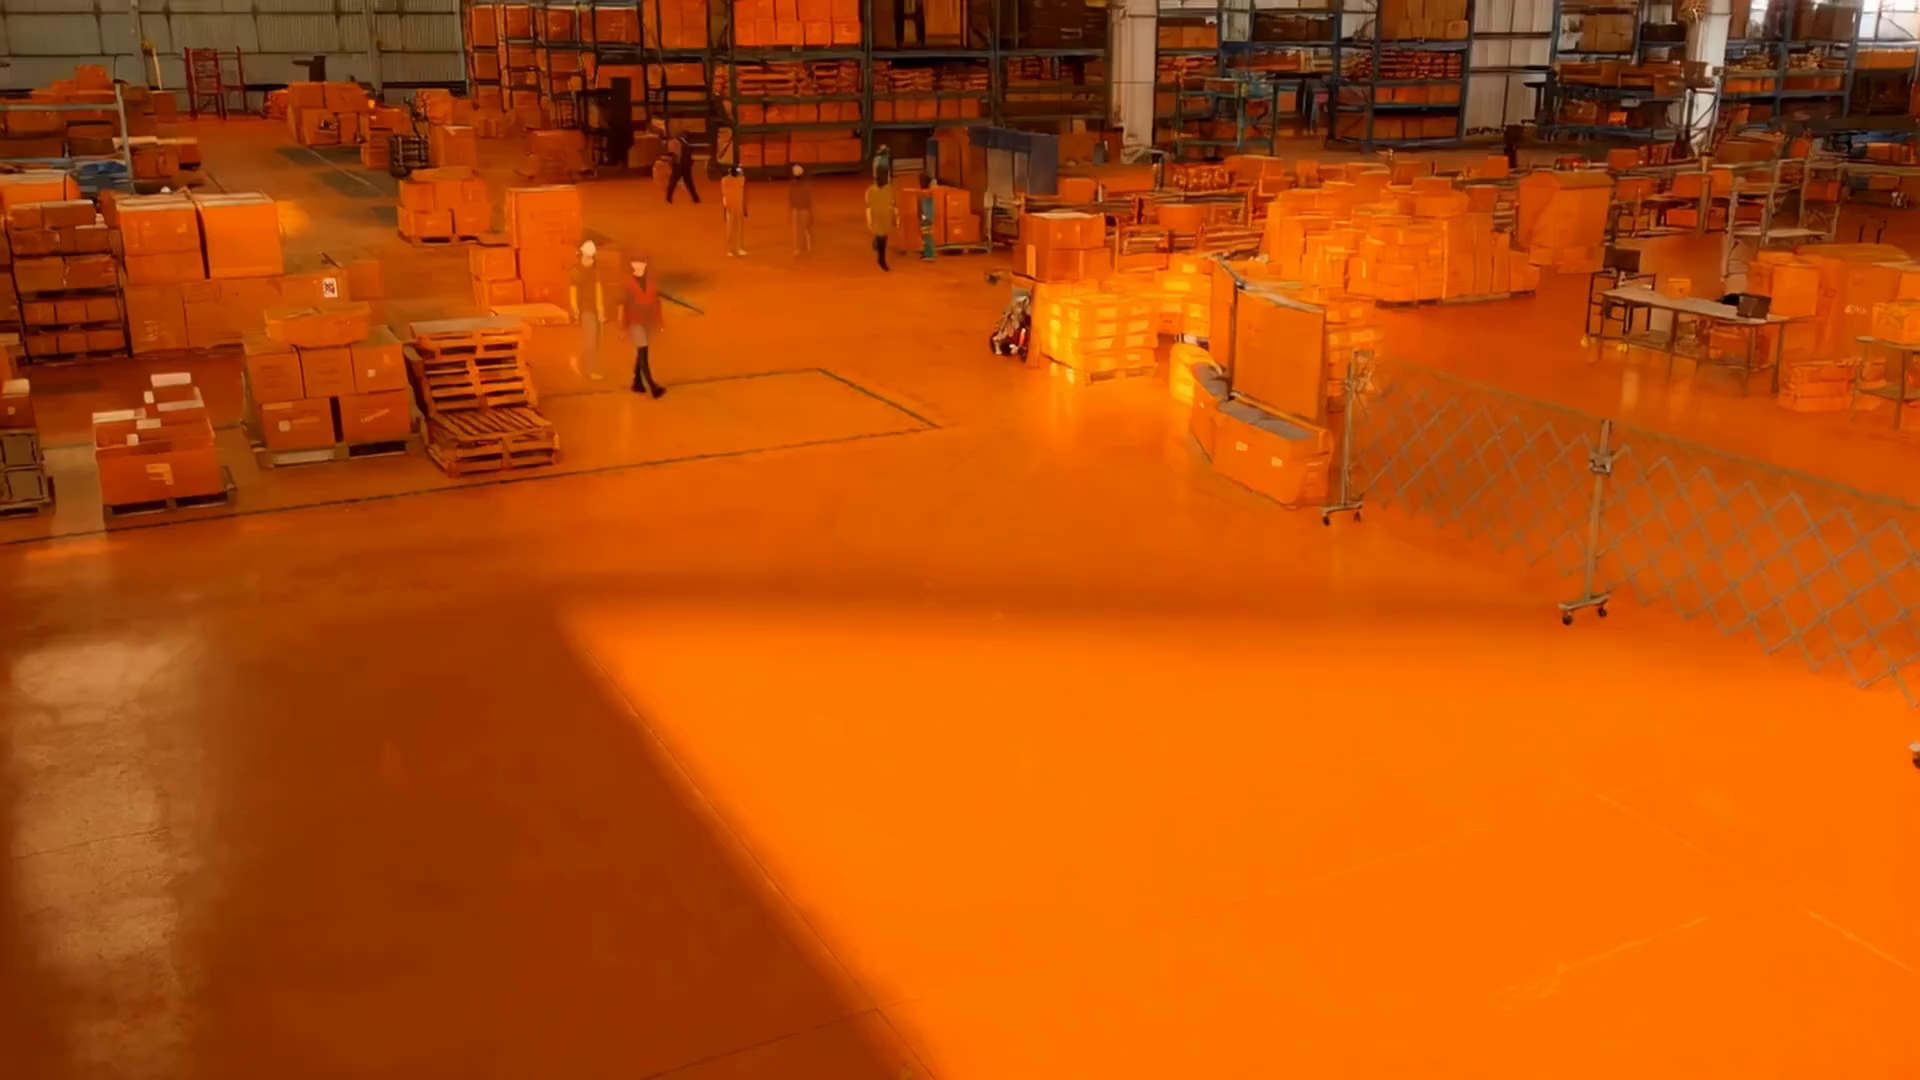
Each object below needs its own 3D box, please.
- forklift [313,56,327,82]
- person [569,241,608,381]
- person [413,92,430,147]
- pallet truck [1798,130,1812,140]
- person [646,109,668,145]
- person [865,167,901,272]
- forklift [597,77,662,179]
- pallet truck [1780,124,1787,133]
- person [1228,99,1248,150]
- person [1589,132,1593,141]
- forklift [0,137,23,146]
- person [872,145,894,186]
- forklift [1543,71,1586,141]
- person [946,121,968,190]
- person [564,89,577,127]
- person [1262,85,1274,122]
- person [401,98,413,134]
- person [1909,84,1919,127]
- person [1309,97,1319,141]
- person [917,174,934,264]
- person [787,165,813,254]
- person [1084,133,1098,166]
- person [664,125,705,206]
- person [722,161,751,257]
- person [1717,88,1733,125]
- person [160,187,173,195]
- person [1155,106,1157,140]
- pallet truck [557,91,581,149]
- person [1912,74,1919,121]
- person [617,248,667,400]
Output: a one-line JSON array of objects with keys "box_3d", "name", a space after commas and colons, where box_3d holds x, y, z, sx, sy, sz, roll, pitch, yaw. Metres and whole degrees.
[{"box_3d": [-26.219, -18.484, 68.460, 1.873, 2.768, 1.129, -9, 20, -26], "name": "forklift"}, {"box_3d": [-4.877, -2.999, 21.835, 0.420, 1.853, 0.532, 8, 20, 24], "name": "person"}, {"box_3d": [-18.931, -14.783, 58.495, 0.606, 1.908, 0.399, 9, 20, 27], "name": "person"}, {"box_3d": [25.526, -11.556, 49.408, 1.630, 1.274, 0.653, -9, 20, -26], "name": "pallet truck"}, {"box_3d": [-9.073, -11.961, 49.807, 0.952, 1.829, 0.707, 7, 19, 21], "name": "person"}, {"box_3d": [-1.443, -5.998, 31.104, 0.611, 1.912, 1.020, -8, 19, -24], "name": "person"}, {"box_3d": [-9.687, -11.923, 48.004, 1.873, 2.768, 1.129, -9, 20, -26], "name": "forklift"}, {"box_3d": [25.206, -12.542, 52.601, 1.601, 1.201, 0.680, 0, 18, -2], "name": "pallet truck"}, {"box_3d": [9.616, -14.397, 57.389, 0.945, 1.867, 0.641, -7, 19, -22], "name": "person"}, {"box_3d": [20.528, -13.505, 54.650, 0.673, 1.817, 0.603, -9, 20, -25], "name": "person"}, {"box_3d": [-34.698, -15.445, 58.987, 1.873, 2.768, 1.129, 4, 18, 12], "name": "forklift"}, {"box_3d": [-1.788, -8.232, 38.372, 0.536, 1.723, 0.901, 2, 18, 7], "name": "person"}, {"box_3d": [18.685, -13.231, 52.085, 1.873, 2.768, 1.129, -9, 20, -26], "name": "forklift"}, {"box_3d": [0.041, -9.783, 42.843, 0.625, 1.941, 0.990, 14, 22, 36], "name": "person"}, {"box_3d": [-14.395, -15.686, 61.413, 0.429, 1.842, 0.633, 9, 20, 25], "name": "person"}, {"box_3d": [12.330, -17.280, 66.461, 0.925, 1.789, 0.607, -7, 19, -20], "name": "person"}, {"box_3d": [-19.953, -15.155, 60.113, 0.322, 1.628, 0.529, -6, 19, -18], "name": "person"}, {"box_3d": [39.149, -17.840, 68.354, 0.532, 1.699, 0.980, -9, 20, -26], "name": "person"}, {"box_3d": [13.111, -15.578, 61.487, 0.467, 1.594, 0.675, 4, 18, 13], "name": "person"}, {"box_3d": [-0.671, -6.169, 31.975, 0.318, 1.695, 0.539, 5, 18, 15], "name": "person"}, {"box_3d": [-3.186, -6.643, 33.380, 0.528, 1.746, 0.713, 2, 18, 8], "name": "person"}, {"box_3d": [3.511, -9.894, 43.764, 0.859, 1.588, 0.499, -5, 18, -14], "name": "person"}, {"box_3d": [-6.892, -9.261, 41.059, 1.037, 2.000, 0.701, 6, 19, 19], "name": "person"}, {"box_3d": [-4.425, -6.549, 32.891, 0.557, 1.865, 0.312, -9, 20, -25], "name": "person"}, {"box_3d": [27.962, -15.567, 60.885, 0.544, 1.938, 0.355, 4, 18, 13], "name": "person"}, {"box_3d": [-13.361, -5.059, 28.236, 0.593, 1.880, 0.963, -3, 18, -10], "name": "person"}, {"box_3d": [7.072, -15.826, 61.774, 0.463, 1.892, 0.645, 11, 21, 30], "name": "person"}, {"box_3d": [-13.495, -14.412, 57.188, 0.823, 1.965, 1.885, -3, 18, -9], "name": "pallet truck"}, {"box_3d": [41.391, -19.131, 71.905, 0.623, 1.992, 0.396, 6, 19, 18], "name": "person"}, {"box_3d": [-3.959, -2.720, 20.910, 0.568, 1.884, 0.967, -15, 23, -38], "name": "person"}]
